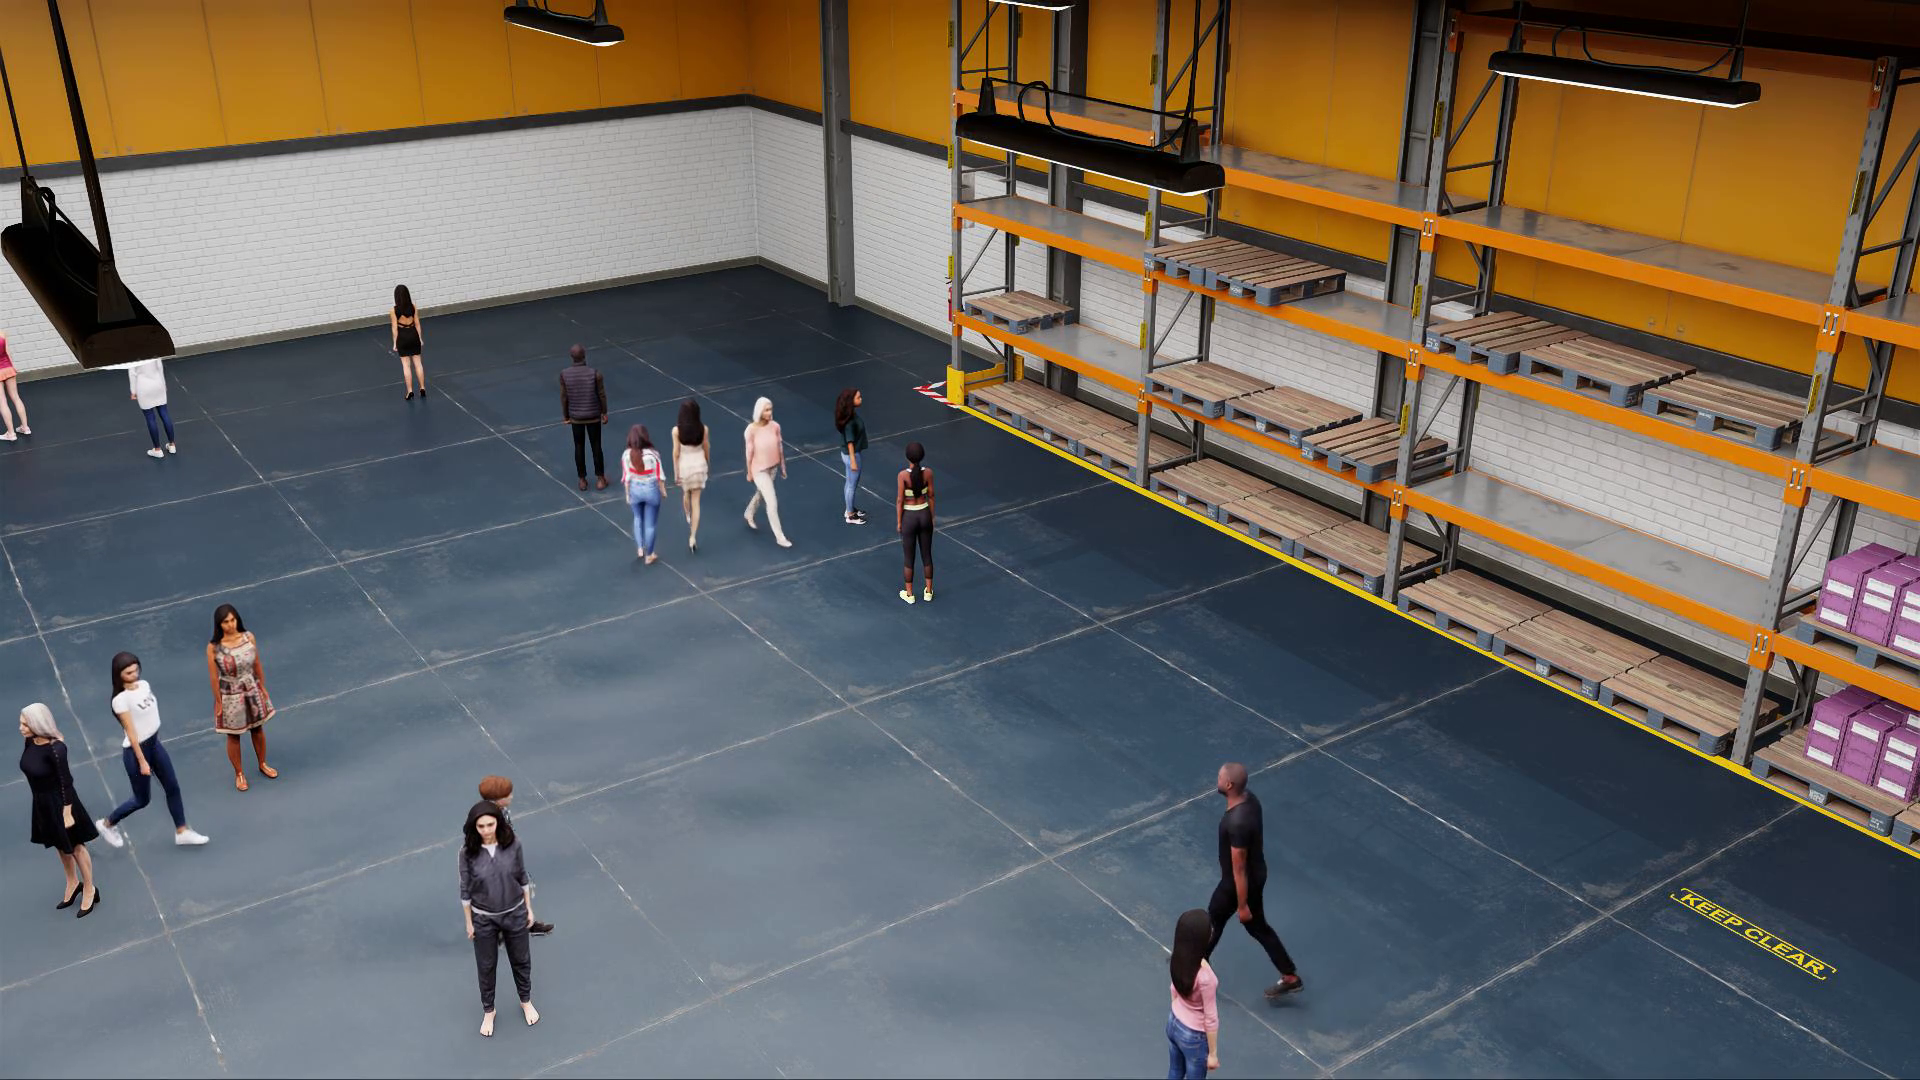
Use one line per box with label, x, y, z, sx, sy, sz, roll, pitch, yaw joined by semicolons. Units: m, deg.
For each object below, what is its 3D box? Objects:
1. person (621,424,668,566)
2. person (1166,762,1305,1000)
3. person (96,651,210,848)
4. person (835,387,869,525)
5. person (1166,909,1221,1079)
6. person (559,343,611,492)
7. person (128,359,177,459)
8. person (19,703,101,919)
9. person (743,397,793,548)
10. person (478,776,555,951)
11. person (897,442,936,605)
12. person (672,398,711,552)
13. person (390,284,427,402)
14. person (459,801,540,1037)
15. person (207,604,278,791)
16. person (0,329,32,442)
person;-3.455;-0.475;18.112;0.696;1.605;0.749;4;24;8
person;2.017;2.389;11.366;1.338;1.761;1.147;7;25;15
person;-6.469;1.686;12.985;1.042;1.752;1.047;1;24;3
person;-1.258;-0.993;19.282;0.766;1.617;0.681;-2;24;-5
person;1.391;2.970;10.060;0.664;1.742;0.494;-11;26;-23
person;-4.549;-1.497;20.162;0.782;1.835;0.791;0;24;0
person;-10.344;-1.933;21.236;0.625;1.775;0.668;18;29;35
person;-6.687;1.987;12.304;0.643;1.746;0.753;13;27;27
person;-2.253;-0.802;18.767;0.683;1.680;1.194;-19;30;-37
person;-3.349;2.323;11.937;0.760;1.424;0.731;-2;24;-5
person;-0.448;-0.183;17.256;0.617;1.755;0.602;-7;25;-16
person;-2.969;-0.691;18.498;0.878;1.692;1.110;-4;24;-10
person;-7.735;-2.774;23.315;0.566;1.649;0.466;-15;28;-31
person;-3.084;2.493;11.123;0.642;1.764;0.582;-10;25;-21
person;-6.072;1.289;14.027;0.590;1.645;0.688;22;32;40
person;-12.611;-2.193;21.858;0.705;1.752;0.662;7;25;16
